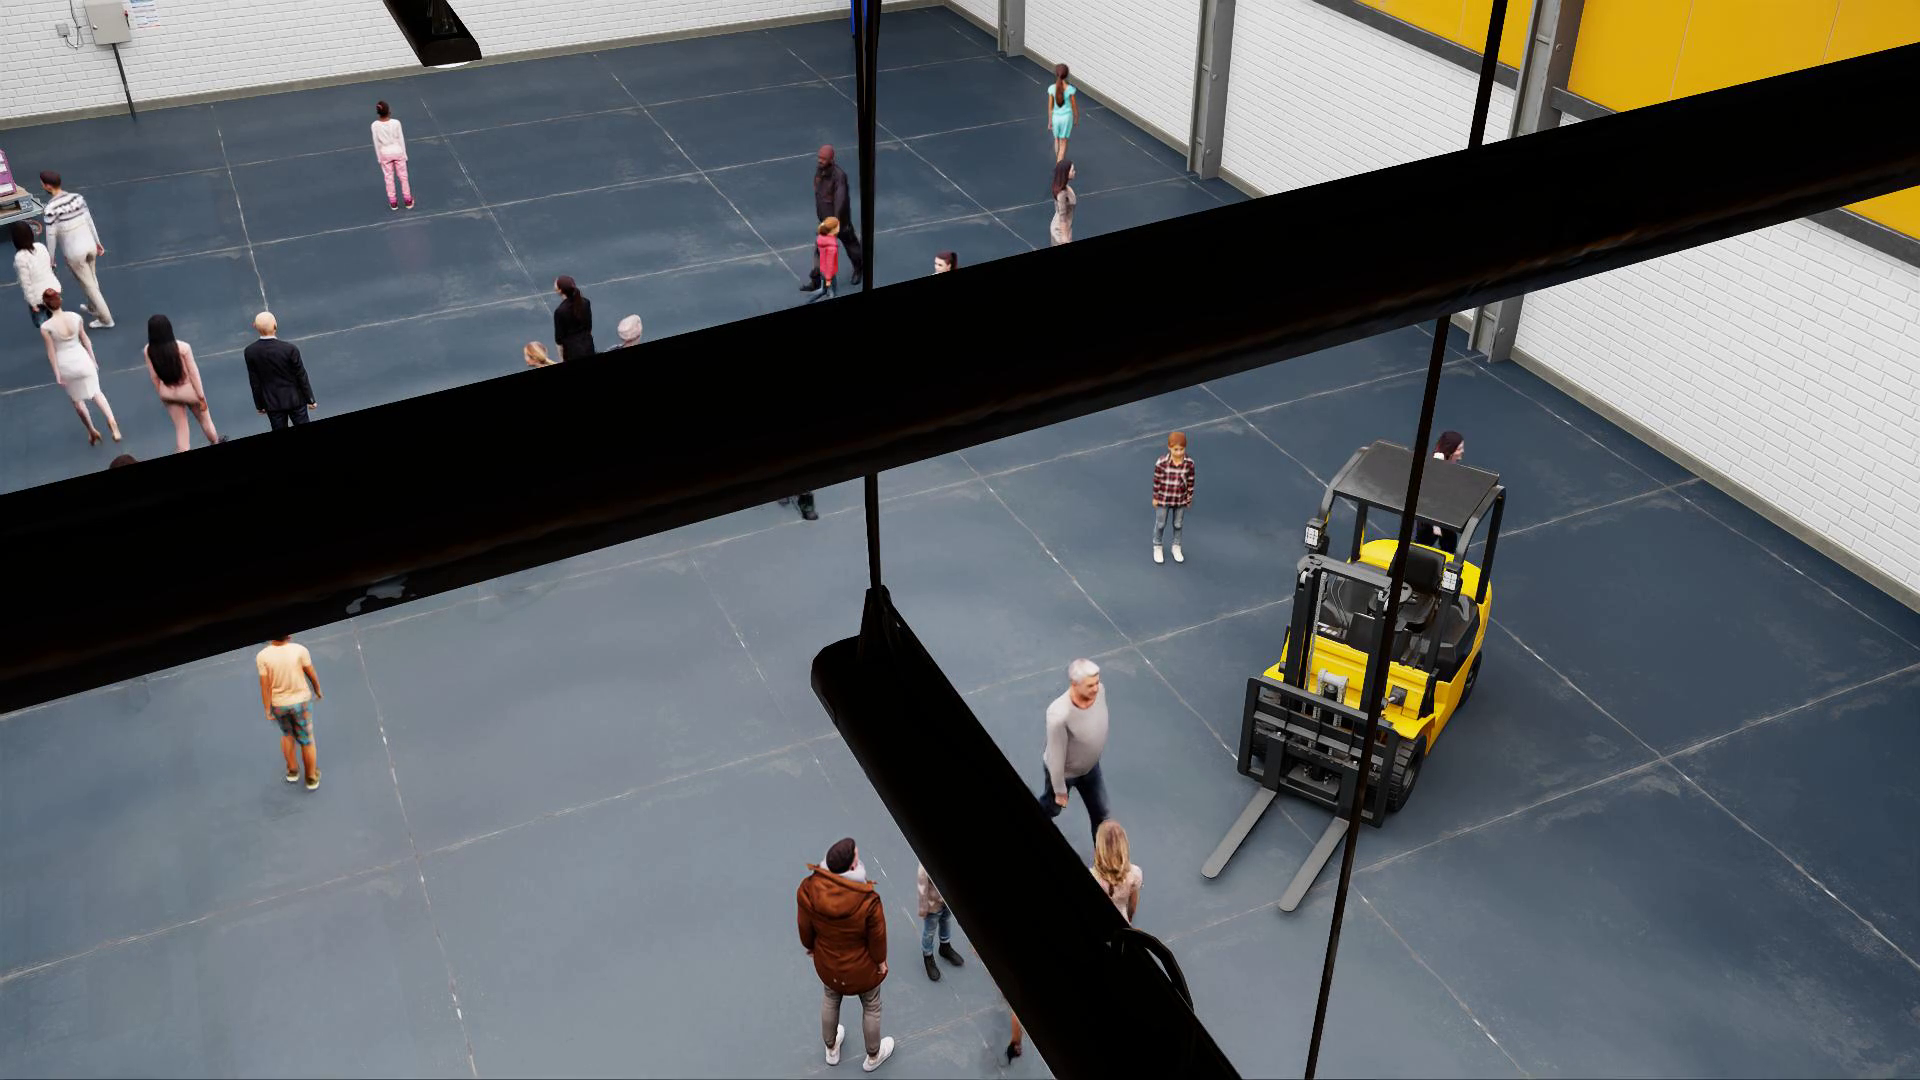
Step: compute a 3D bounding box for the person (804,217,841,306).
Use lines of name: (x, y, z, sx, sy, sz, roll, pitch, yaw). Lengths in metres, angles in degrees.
person: (-1.554, -3.014, 18.807, 0.688, 1.293, 0.763, -9, 35, -14)

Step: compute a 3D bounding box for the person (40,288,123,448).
person: (-8.614, -1.631, 16.286, 0.983, 1.782, 0.791, 25, 41, 33)

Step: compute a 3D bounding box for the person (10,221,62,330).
person: (-9.851, -2.664, 17.980, 0.878, 1.625, 0.822, 8, 34, 11)

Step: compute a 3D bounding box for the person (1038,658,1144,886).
person: (0.703, 1.530, 11.461, 1.007, 1.858, 1.290, -28, 43, -35)

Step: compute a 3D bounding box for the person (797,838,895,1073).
person: (-0.677, 2.499, 10.021, 0.860, 1.838, 0.915, 10, 35, 14)

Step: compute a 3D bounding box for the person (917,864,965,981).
person: (-0.138, 2.332, 10.854, 0.526, 1.194, 0.514, -23, 40, -30)

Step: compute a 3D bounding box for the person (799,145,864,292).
person: (-1.396, -3.813, 19.572, 1.263, 1.777, 1.101, 24, 41, 32)

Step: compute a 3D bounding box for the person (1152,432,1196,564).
person: (1.890, -0.397, 14.860, 0.596, 1.304, 0.618, 0, 34, -1)

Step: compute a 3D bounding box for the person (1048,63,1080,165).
person: (1.388, -5.668, 22.586, 0.930, 1.530, 0.984, 11, 35, 16)

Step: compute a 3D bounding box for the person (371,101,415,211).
person: (-7.426, -5.046, 21.723, 0.551, 1.449, 0.530, -9, 35, -14)

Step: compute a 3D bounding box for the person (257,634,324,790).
person: (-4.954, 1.230, 12.289, 0.589, 1.441, 0.643, -15, 36, -21)

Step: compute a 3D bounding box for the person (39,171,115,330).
person: (-9.818, -3.242, 18.651, 1.071, 1.845, 1.009, 10, 35, 15)

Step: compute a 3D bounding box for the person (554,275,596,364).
person: (-3.806, -1.869, 16.764, 0.868, 1.648, 0.753, 27, 42, 34)

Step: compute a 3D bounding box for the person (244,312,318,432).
person: (-6.435, -1.332, 15.821, 0.742, 1.798, 0.654, -6, 34, -9)

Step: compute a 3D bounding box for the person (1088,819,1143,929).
person: (0.868, 2.510, 10.031, 0.730, 1.809, 0.794, 1, 34, 1)

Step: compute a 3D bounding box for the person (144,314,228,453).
person: (-7.470, -1.319, 15.899, 0.876, 1.691, 1.079, -1, 34, -2)

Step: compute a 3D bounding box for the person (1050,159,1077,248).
person: (1.173, -3.563, 19.224, 0.722, 1.746, 0.576, -2, 34, -2)
